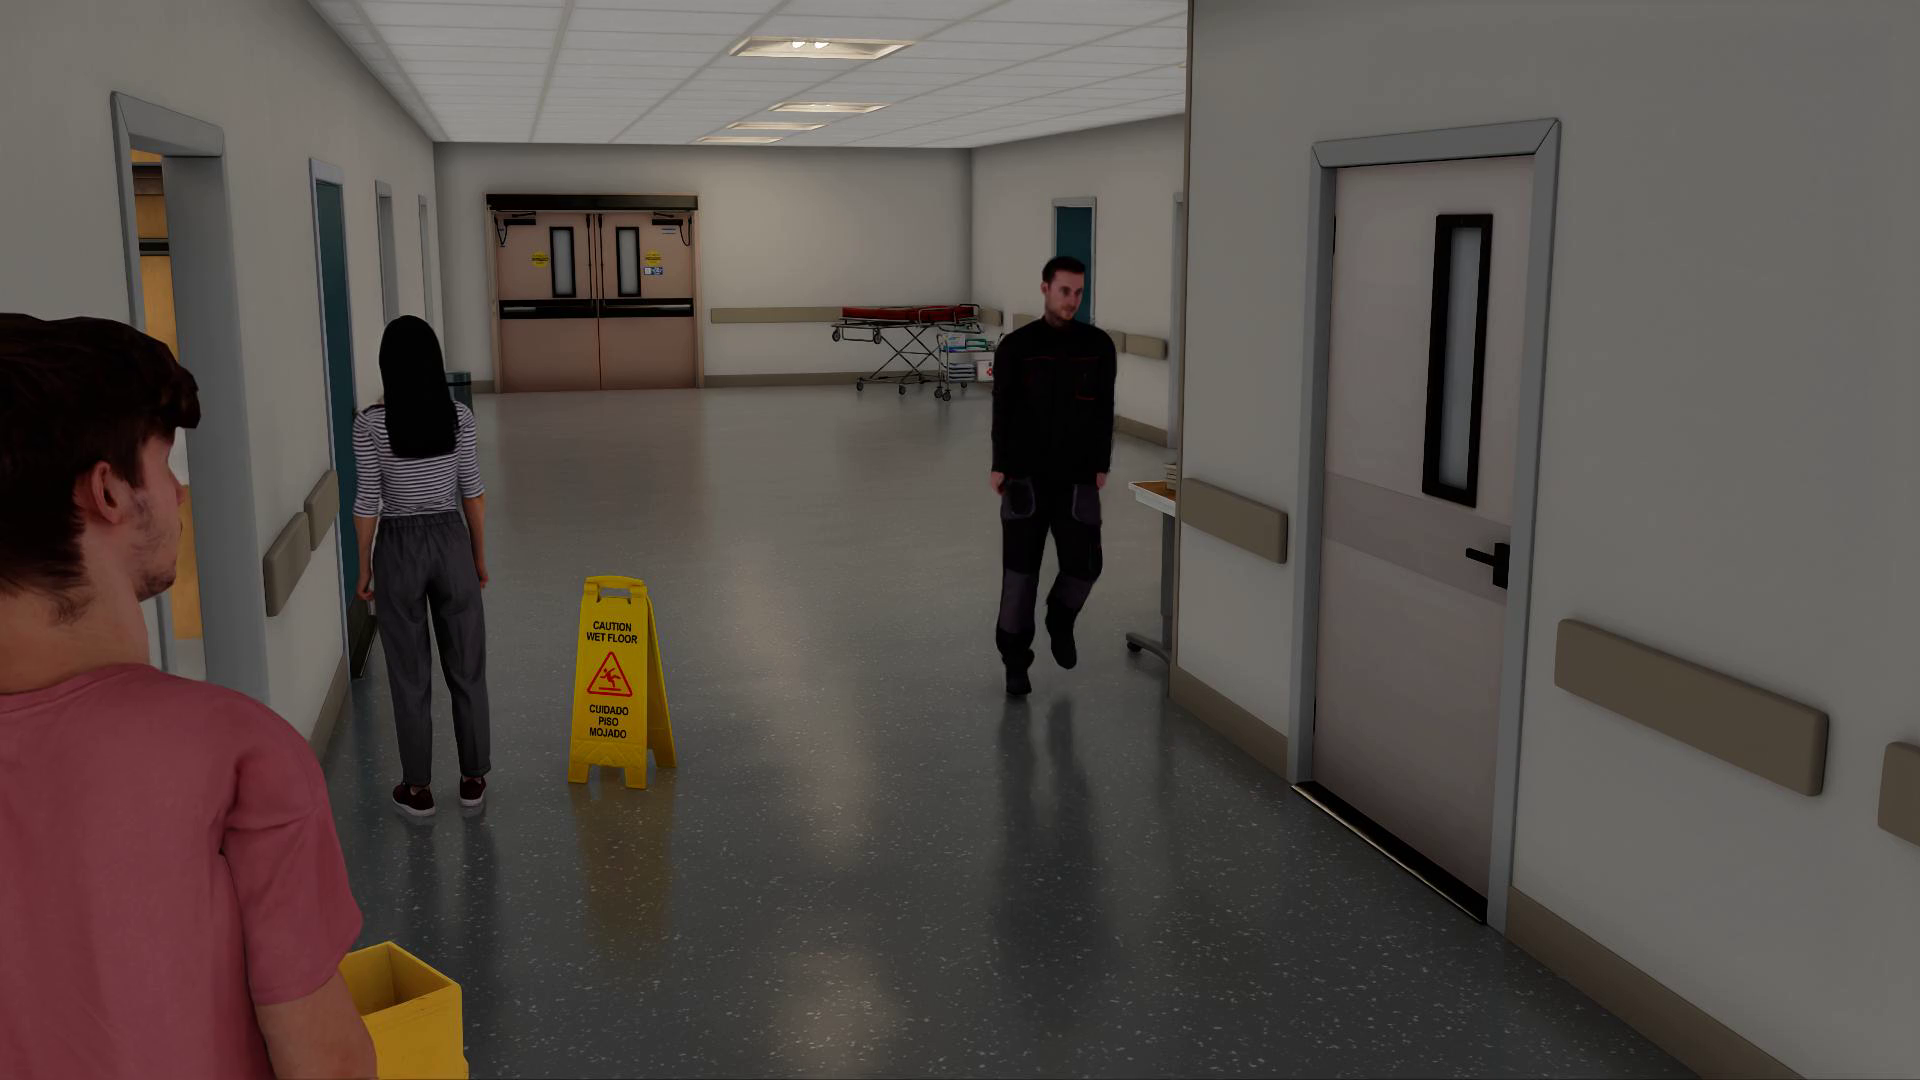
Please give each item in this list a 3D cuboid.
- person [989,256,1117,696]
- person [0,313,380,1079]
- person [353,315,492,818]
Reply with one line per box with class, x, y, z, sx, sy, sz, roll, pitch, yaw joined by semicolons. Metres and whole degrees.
person;0.395;-0.276;7.258;0.793;1.889;0.866;0;11;2
person;-0.759;0.775;1.532;0.689;1.959;0.645;0;11;0
person;-1.849;0.089;5.753;0.650;1.733;0.603;-6;12;-29
